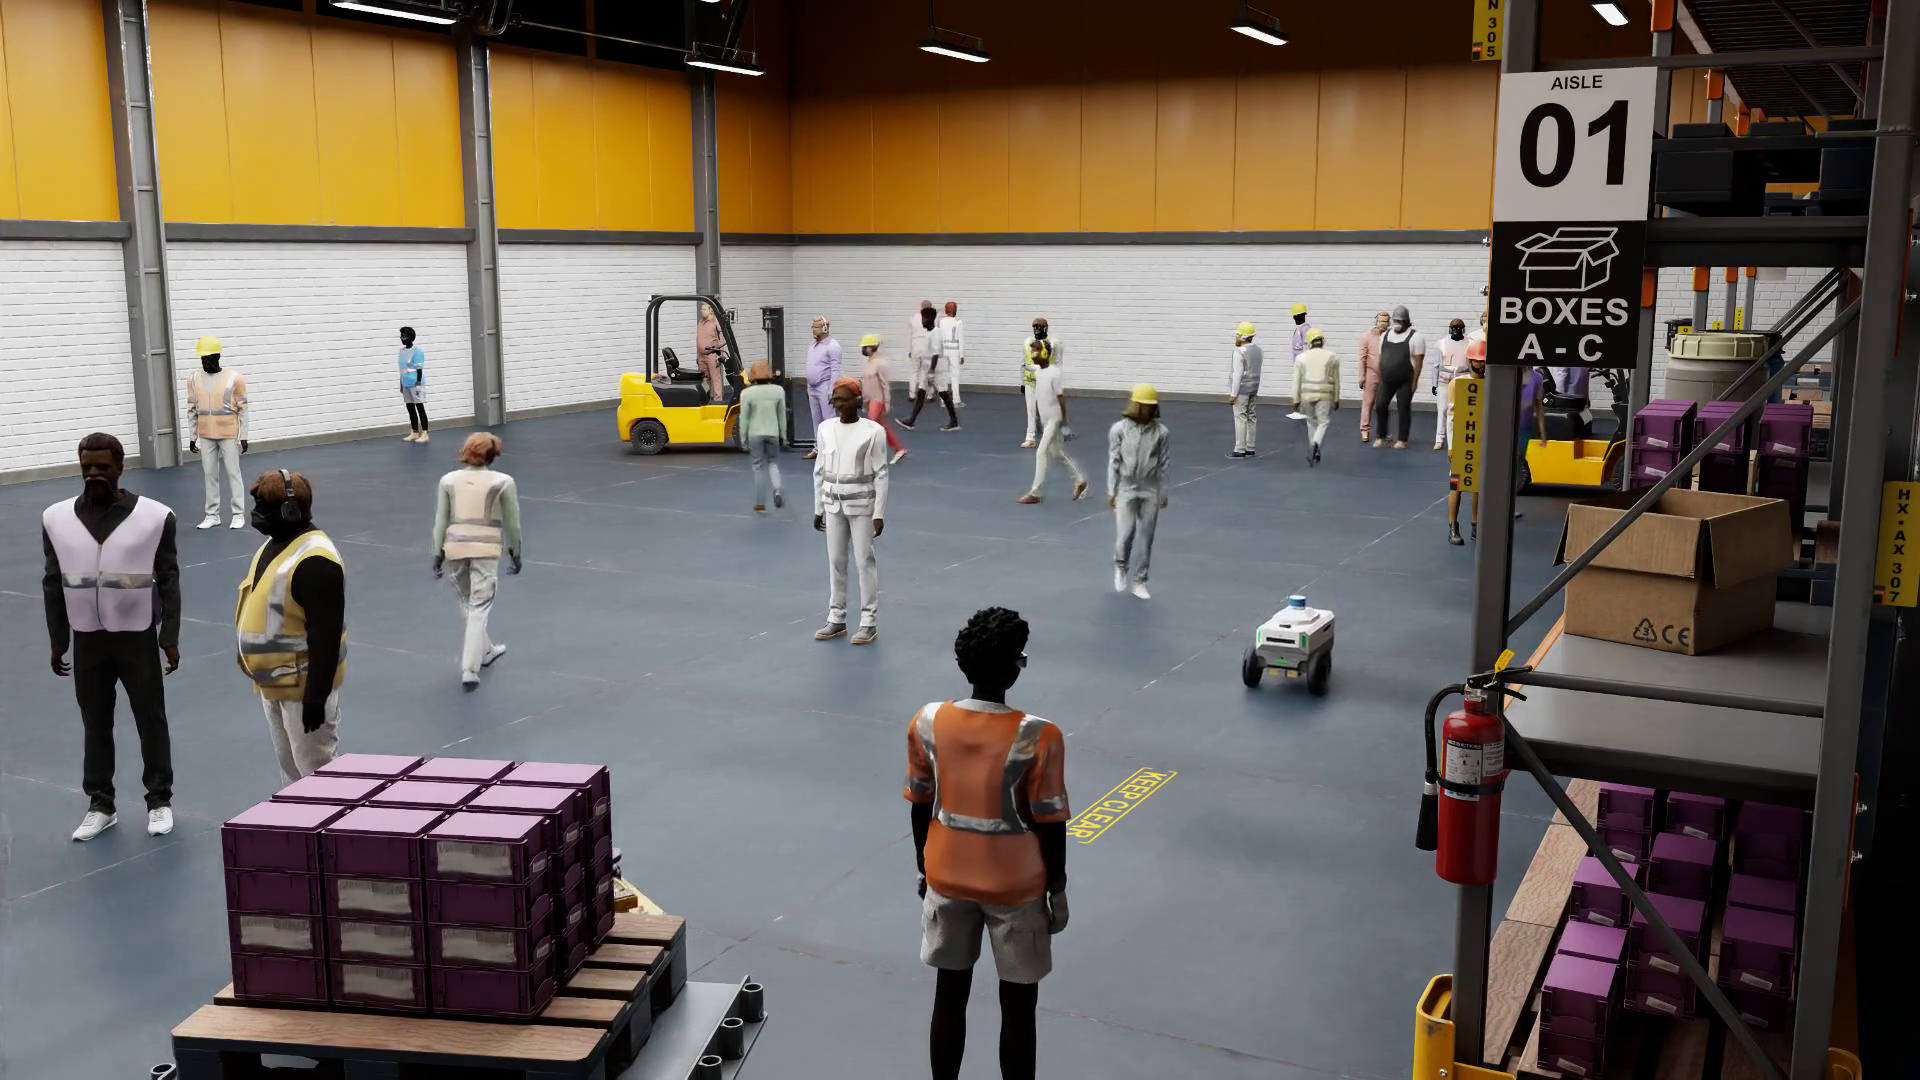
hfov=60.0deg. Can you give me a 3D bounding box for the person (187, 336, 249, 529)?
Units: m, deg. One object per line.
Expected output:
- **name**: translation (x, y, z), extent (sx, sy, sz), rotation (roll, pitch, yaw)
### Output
- **person**: translation (-7.378, -1.058, 16.528), extent (0.594, 1.924, 0.382), rotation (0, 10, 1)

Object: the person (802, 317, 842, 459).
- **person**: translation (-1.837, -1.989, 21.981), extent (0.409, 1.909, 0.642), rotation (-8, 13, -39)

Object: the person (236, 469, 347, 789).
- **person**: translation (-2.842, 0.614, 7.101), extent (0.429, 1.844, 0.626), rotation (-8, 13, -40)

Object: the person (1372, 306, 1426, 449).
- **person**: translation (6.117, -2.276, 23.252), extent (0.700, 2.000, 0.585), rotation (8, 12, 38)

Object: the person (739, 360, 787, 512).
- **person**: translation (-2.082, -1.097, 17.615), extent (0.526, 1.619, 0.385), rotation (-5, 11, -25)

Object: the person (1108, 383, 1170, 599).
- **person**: translation (1.431, -0.386, 13.194), extent (0.498, 1.728, 0.368), rotation (-2, 10, -9)

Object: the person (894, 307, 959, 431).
- **person**: translation (-0.473, -2.613, 25.552), extent (1.048, 1.907, 0.622), rotation (-3, 10, -18)

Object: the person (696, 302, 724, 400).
- **person**: translation (-4.378, -3.194, 28.957), extent (0.642, 1.907, 0.410), rotation (8, 13, 39)

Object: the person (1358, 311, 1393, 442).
- **person**: translation (6.110, -2.367, 24.177), extent (0.644, 1.905, 0.400), rotation (-1, 10, -6)

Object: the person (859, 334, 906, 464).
- **person**: translation (-1.051, -1.799, 21.418), extent (0.896, 1.728, 0.523), rotation (-7, 12, -34)

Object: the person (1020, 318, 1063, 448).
- **person**: translation (1.125, -2.200, 23.389), extent (0.635, 1.842, 0.429), rotation (5, 11, 26)

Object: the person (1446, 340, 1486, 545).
- **person**: translation (4.853, -0.916, 15.679), extent (0.547, 1.938, 0.359), rotation (-2, 10, -11)

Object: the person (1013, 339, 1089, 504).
- **person**: translation (1.056, -1.303, 18.301), extent (0.952, 1.818, 0.583), rotation (-4, 11, -22)

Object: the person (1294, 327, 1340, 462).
- **person**: translation (4.632, -1.868, 21.645), extent (0.589, 1.784, 0.769), rotation (4, 11, 23)

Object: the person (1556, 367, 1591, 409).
- **person**: translation (7.597, -1.765, 20.594), extent (0.635, 1.936, 0.351), rotation (-7, 12, -37)

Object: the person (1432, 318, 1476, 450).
- **person**: translation (6.887, -2.160, 23.155), extent (0.637, 1.842, 0.429), rotation (3, 10, 19)

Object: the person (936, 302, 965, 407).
- **person**: translation (-0.172, -3.300, 29.641), extent (0.574, 1.882, 0.358), rotation (6, 12, 31)

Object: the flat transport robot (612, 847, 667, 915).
- **flat transport robot**: translation (-1.927, 1.498, 6.520), extent (1.431, 0.197, 0.652), rotation (-6, 12, -33)

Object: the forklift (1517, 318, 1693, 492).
- **forklift**: translation (7.066, -1.601, 18.899), extent (2.313, 2.155, 1.214), rotation (5, 11, 27)

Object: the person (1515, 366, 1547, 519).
- **person**: translation (5.798, -1.128, 17.234), extent (0.589, 1.839, 0.560), rotation (-2, 10, -13)

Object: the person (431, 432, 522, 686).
- **person**: translation (-3.103, 0.110, 10.710), extent (0.538, 1.596, 0.863), rotation (1, 10, 8)

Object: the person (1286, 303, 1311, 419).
- **person**: translation (5.628, -2.954, 27.535), extent (0.379, 1.918, 0.585), rotation (0, 10, 2)

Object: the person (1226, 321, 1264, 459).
- **person**: translation (3.789, -1.996, 22.219), extent (0.404, 1.836, 0.600), rotation (9, 13, 42)

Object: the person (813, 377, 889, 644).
- **person**: translation (-0.784, -0.209, 11.738), extent (0.584, 1.883, 0.346), rotation (5, 11, 28)

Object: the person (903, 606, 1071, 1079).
- **person**: translation (0.092, 1.038, 5.057), extent (0.542, 1.695, 0.316), rotation (5, 11, 27)

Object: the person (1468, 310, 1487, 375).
- **person**: translation (7.514, -2.311, 23.746), extent (0.633, 1.938, 0.356), rotation (4, 11, 23)

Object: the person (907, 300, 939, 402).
- **person**: translation (-0.648, -3.468, 30.609), extent (0.688, 1.886, 0.472), rotation (2, 10, 9)

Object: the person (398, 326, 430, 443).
- **person**: translation (-7.949, -2.251, 24.113), extent (0.534, 1.691, 0.320), rotation (8, 12, 38)

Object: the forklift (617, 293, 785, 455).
- **forklift**: translation (-3.588, -2.317, 23.042), extent (2.313, 2.155, 1.214), rotation (-1, 10, -5)

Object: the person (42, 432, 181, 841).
- **person**: translation (-3.978, 0.446, 7.840), extent (0.588, 1.922, 0.392), rotation (-2, 10, -12)

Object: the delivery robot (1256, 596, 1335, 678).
- **delivery robot**: translation (2.148, 0.600, 10.626), extent (0.477, 0.478, 0.707), rotation (5, 11, 27)
